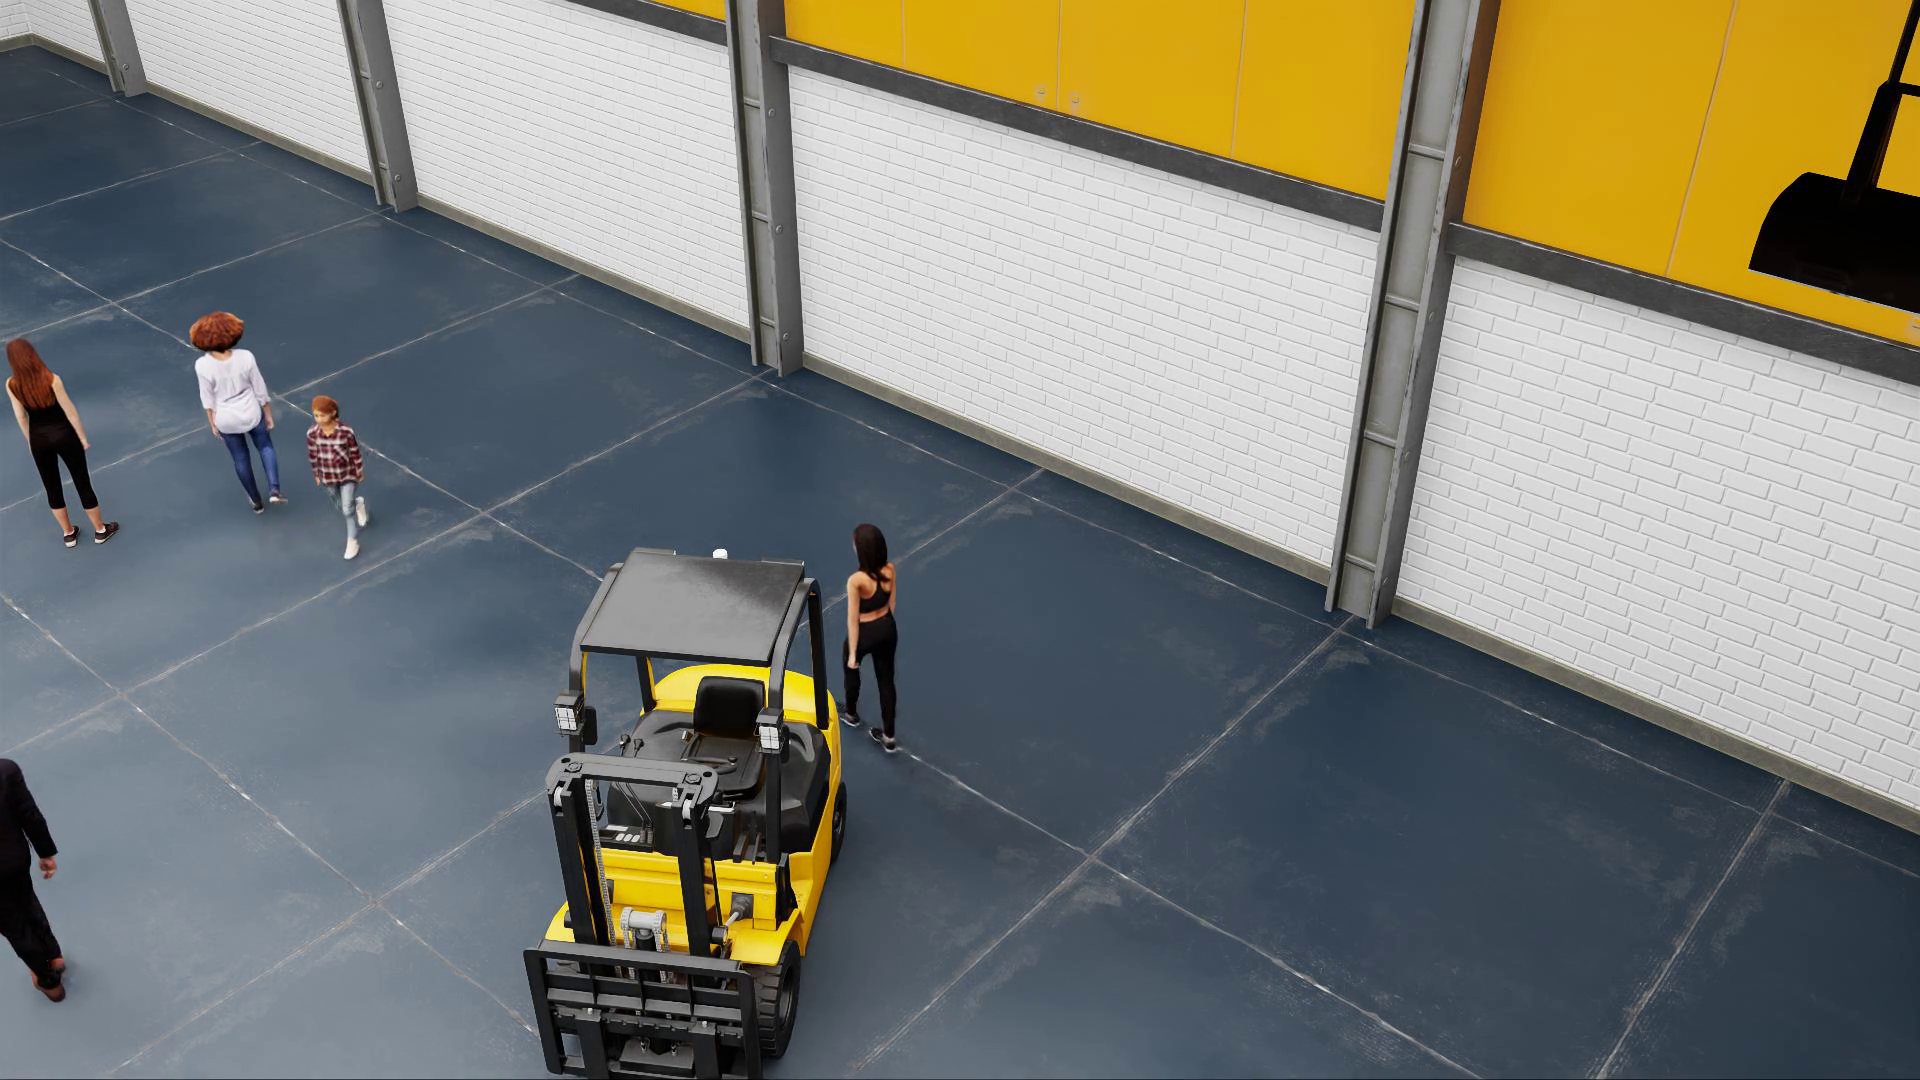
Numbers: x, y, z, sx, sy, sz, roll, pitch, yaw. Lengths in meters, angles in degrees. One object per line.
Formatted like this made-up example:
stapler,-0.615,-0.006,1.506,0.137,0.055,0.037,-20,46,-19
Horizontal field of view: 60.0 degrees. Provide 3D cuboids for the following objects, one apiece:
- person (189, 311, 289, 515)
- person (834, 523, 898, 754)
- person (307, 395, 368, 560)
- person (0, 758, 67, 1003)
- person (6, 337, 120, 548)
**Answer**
person,-5.547,-0.920,12.795,0.772,1.700,0.828,-15,36,-21
person,-0.510,0.659,10.487,0.710,1.626,0.892,-22,40,-30
person,-4.682,-0.539,12.594,0.856,1.288,0.891,0,34,-1
person,-5.002,1.728,8.661,0.644,1.867,0.707,23,40,30
person,-6.812,-0.736,12.496,0.646,1.725,0.695,-5,34,-7
